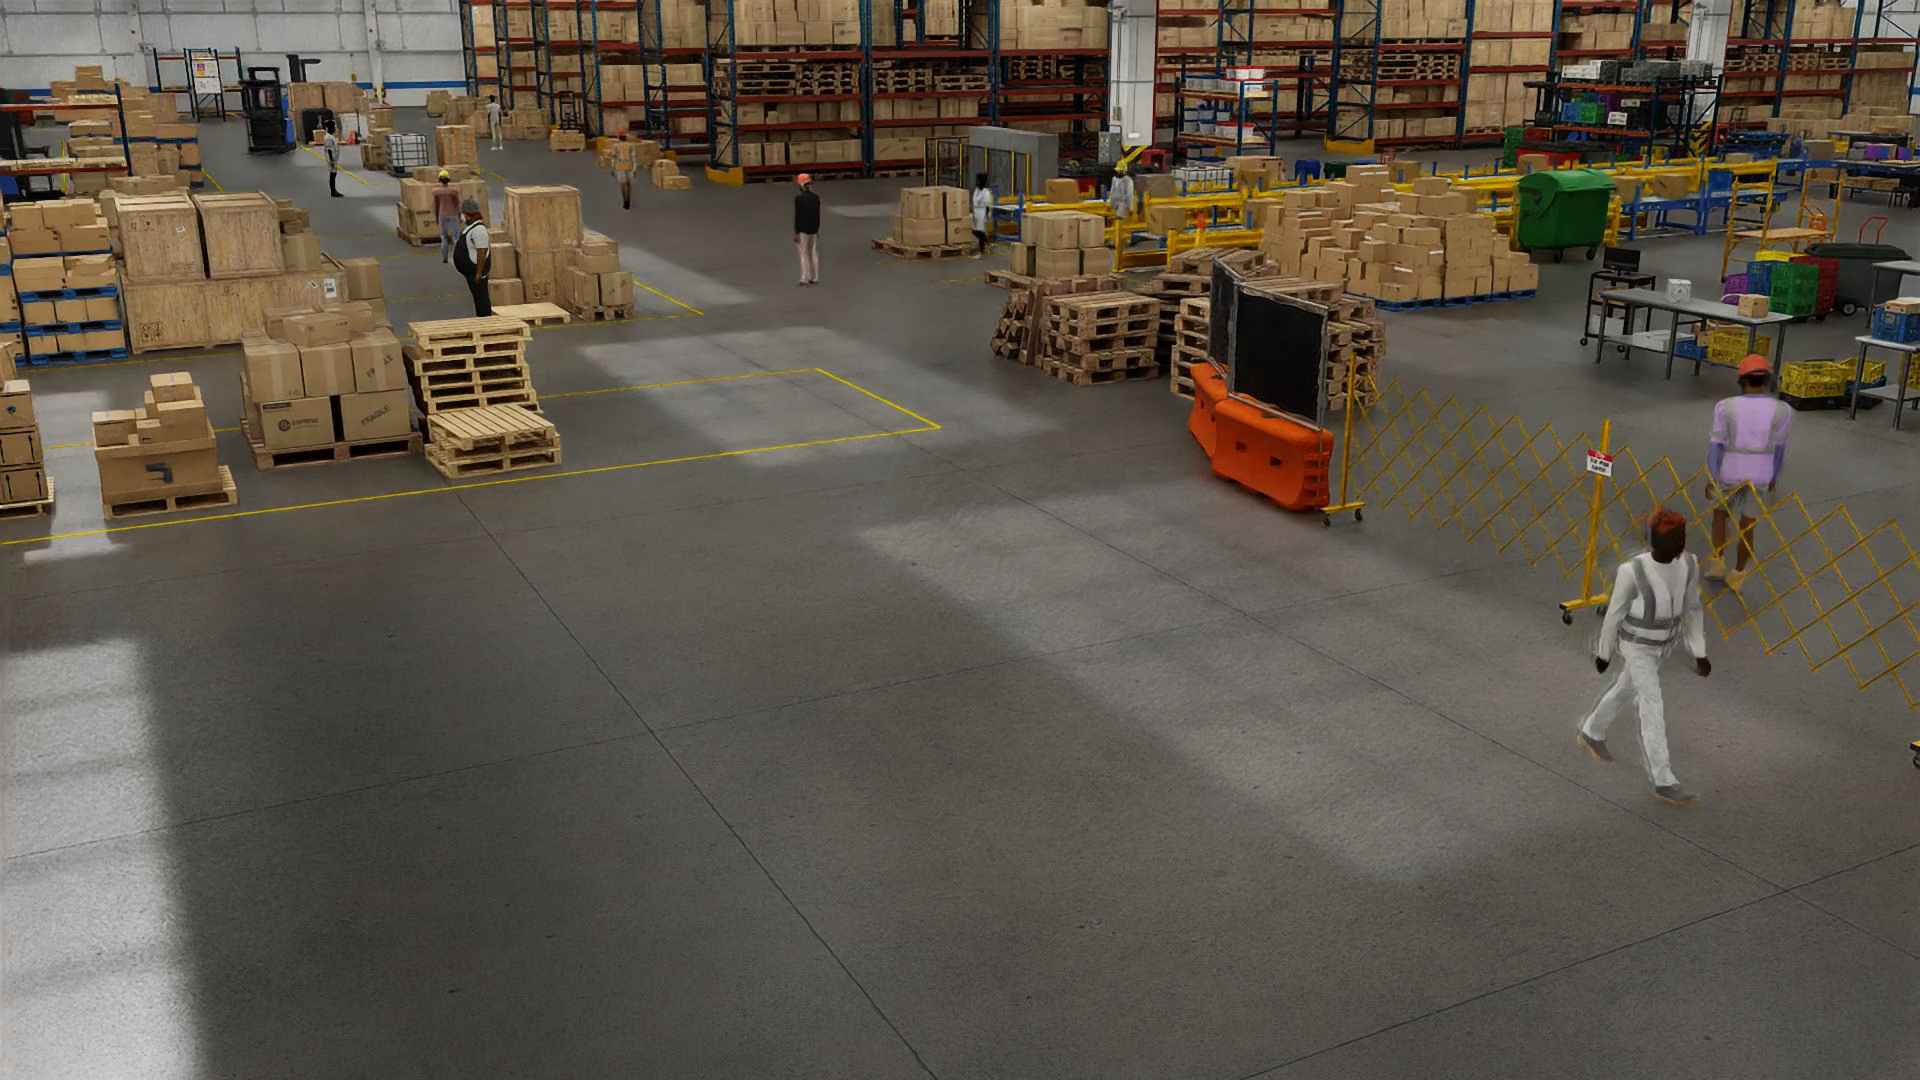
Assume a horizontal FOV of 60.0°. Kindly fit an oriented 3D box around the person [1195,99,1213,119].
[{"bbox_3d":[8.420,-14.511,57.631,0.659,1.908,0.768,0,18,0],"label":"person"}]

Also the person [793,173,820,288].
[{"bbox_3d":[-2.701,-5.439,29.234,0.394,1.987,0.626,12,21,33],"label":"person"}]

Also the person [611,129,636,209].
[{"bbox_3d":[-8.282,-9.123,40.856,0.566,1.896,0.919,-8,20,-24],"label":"person"}]

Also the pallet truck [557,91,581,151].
[{"bbox_3d":[-13.495,-14.412,57.188,0.823,1.965,1.885,-3,18,-9],"label":"pallet truck"}]

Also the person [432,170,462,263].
[{"bbox_3d":[-9.858,-6.226,32.038,0.525,1.770,0.306,-3,18,-10],"label":"person"}]

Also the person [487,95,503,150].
[{"bbox_3d":[-16.080,-14.412,57.406,0.520,1.865,0.335,-16,24,-41],"label":"person"}]

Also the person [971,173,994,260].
[{"bbox_3d":[0.445,-6.311,32.422,0.449,1.686,0.548,-8,19,-23],"label":"person"}]

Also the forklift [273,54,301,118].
[{"bbox_3d":[-28.179,-19.172,70.605,1.873,2.768,1.129,-9,20,-26],"label":"forklift"}]

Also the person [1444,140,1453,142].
[{"bbox_3d":[17.903,-15.349,60.696,0.278,1.631,0.507,17,24,42],"label":"person"}]

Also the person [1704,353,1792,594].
[{"bbox_3d":[6.579,-0.550,13.959,0.616,2.010,0.538,5,18,15],"label":"person"}]

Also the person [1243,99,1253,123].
[{"bbox_3d":[11.427,-17.103,66.223,0.852,1.597,0.519,-8,19,-23],"label":"person"}]

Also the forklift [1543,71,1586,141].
[{"bbox_3d":[18.685,-13.231,52.085,1.873,2.768,1.129,-9,20,-26],"label":"forklift"}]

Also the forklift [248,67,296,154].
[{"bbox_3d":[-23.317,-14.510,56.071,1.129,2.768,1.873,-2,18,-5],"label":"forklift"}]

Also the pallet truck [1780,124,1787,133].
[{"bbox_3d":[25.206,-12.542,52.601,1.601,1.201,0.680,0,18,-2],"label":"pallet truck"}]

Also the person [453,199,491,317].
[{"bbox_3d":[-7.291,-4.074,24.890,0.537,2.000,0.679,-8,20,-24],"label":"person"}]

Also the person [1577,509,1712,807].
[{"bbox_3d":[4.315,0.673,10.454,0.567,1.827,1.052,-9,20,-26],"label":"person"}]

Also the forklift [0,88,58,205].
[{"bbox_3d":[-23.611,-9.725,41.154,1.873,2.768,1.129,-9,20,-26],"label":"forklift"}]

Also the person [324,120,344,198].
[{"bbox_3d":[-16.232,-9.859,43.042,0.363,1.963,0.612,-4,18,-13],"label":"person"}]

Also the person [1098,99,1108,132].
[{"bbox_3d":[5.594,-16.521,64.249,0.552,1.683,0.415,0,18,-1],"label":"person"}]

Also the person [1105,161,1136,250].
[{"bbox_3d":[3.344,-6.845,33.933,0.900,1.794,0.579,-9,20,-26],"label":"person"}]

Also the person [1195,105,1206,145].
[{"bbox_3d":[7.989,-13.598,55.201,0.541,1.659,0.547,-8,20,-24],"label":"person"}]

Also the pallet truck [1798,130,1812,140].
[{"bbox_3d":[25.526,-11.556,49.408,1.630,1.274,0.653,-9,20,-26],"label":"pallet truck"}]
